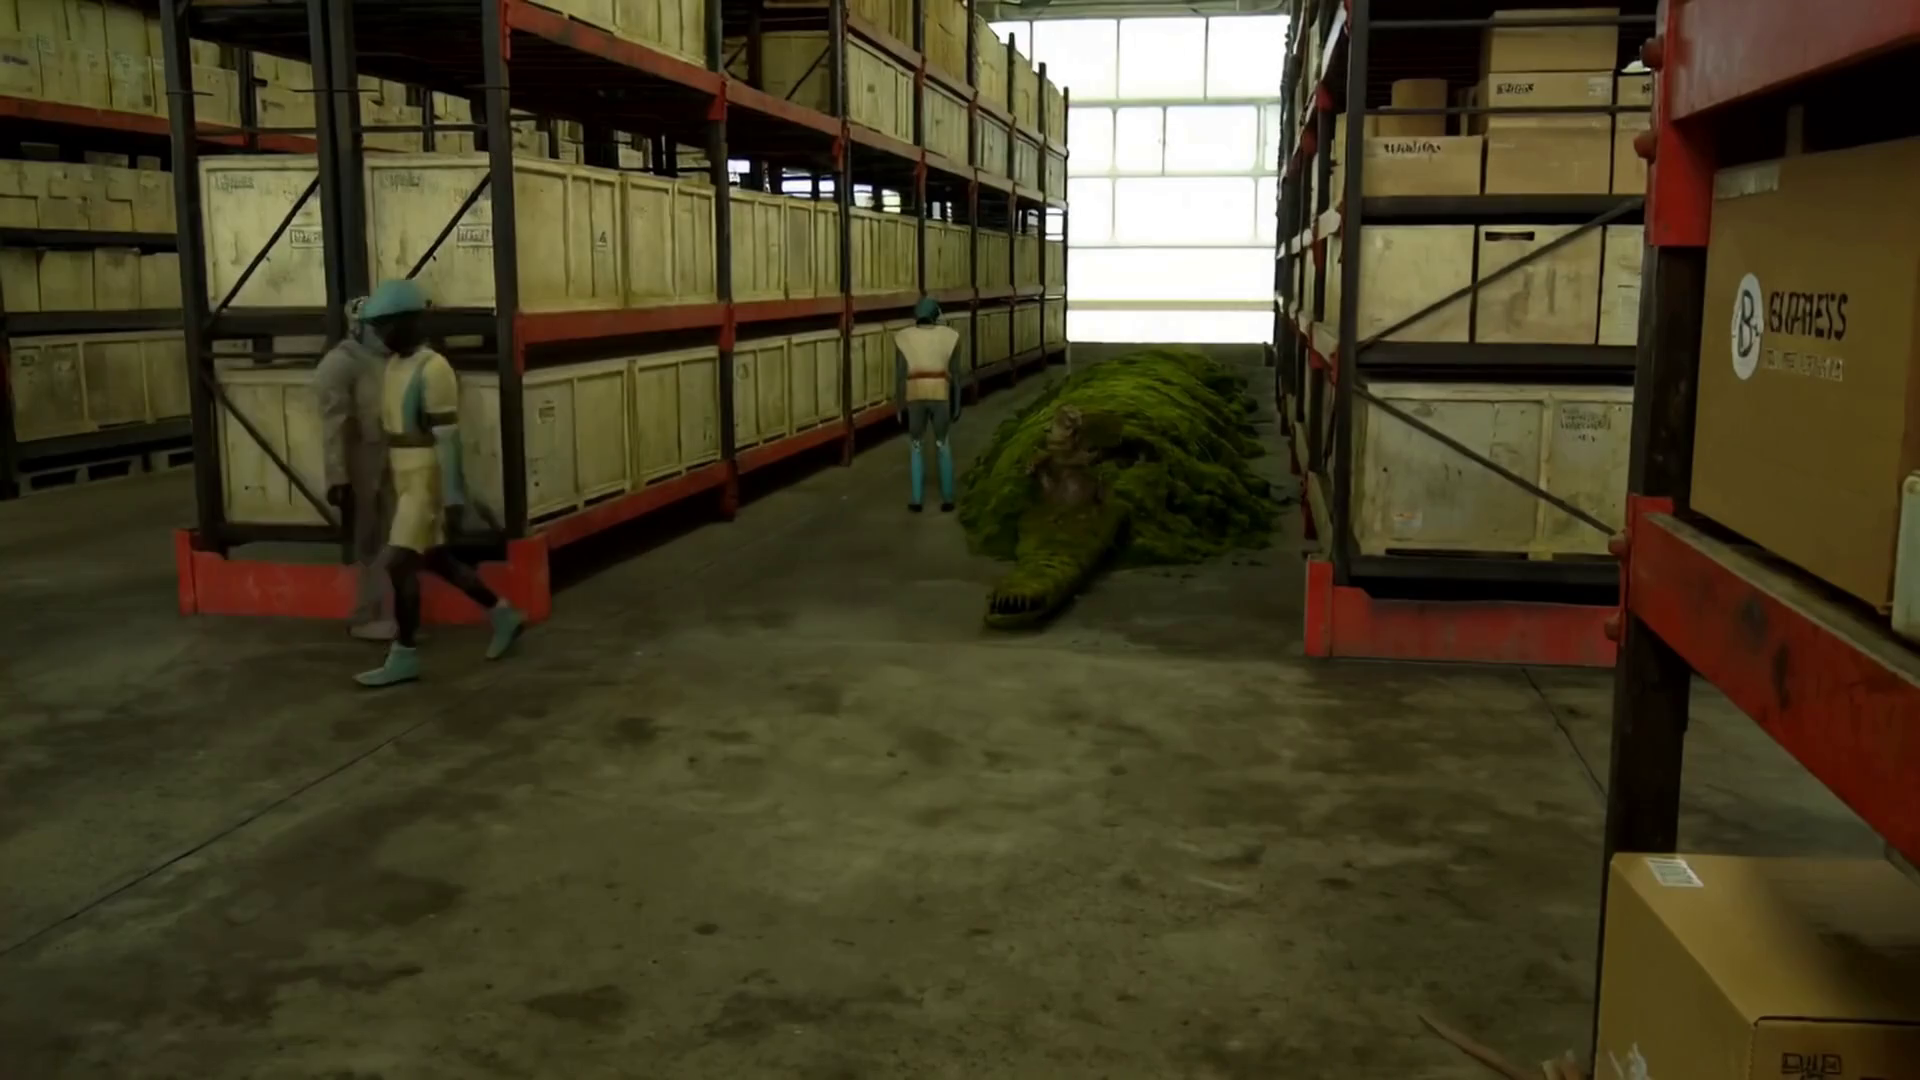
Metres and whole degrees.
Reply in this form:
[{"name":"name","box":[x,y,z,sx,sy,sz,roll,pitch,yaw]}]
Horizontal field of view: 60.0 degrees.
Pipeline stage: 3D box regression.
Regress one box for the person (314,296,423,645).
[{"name":"person","box":[-3.108,-0.372,9.045,0.657,1.887,0.673,1,9,8]}]

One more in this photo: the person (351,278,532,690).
[{"name":"person","box":[-2.617,-0.303,8.317,0.951,2.003,0.610,-7,12,-38]}]

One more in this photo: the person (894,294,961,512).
[{"name":"person","box":[-0.269,-1.144,14.013,0.563,1.837,0.388,-1,9,-5]}]
